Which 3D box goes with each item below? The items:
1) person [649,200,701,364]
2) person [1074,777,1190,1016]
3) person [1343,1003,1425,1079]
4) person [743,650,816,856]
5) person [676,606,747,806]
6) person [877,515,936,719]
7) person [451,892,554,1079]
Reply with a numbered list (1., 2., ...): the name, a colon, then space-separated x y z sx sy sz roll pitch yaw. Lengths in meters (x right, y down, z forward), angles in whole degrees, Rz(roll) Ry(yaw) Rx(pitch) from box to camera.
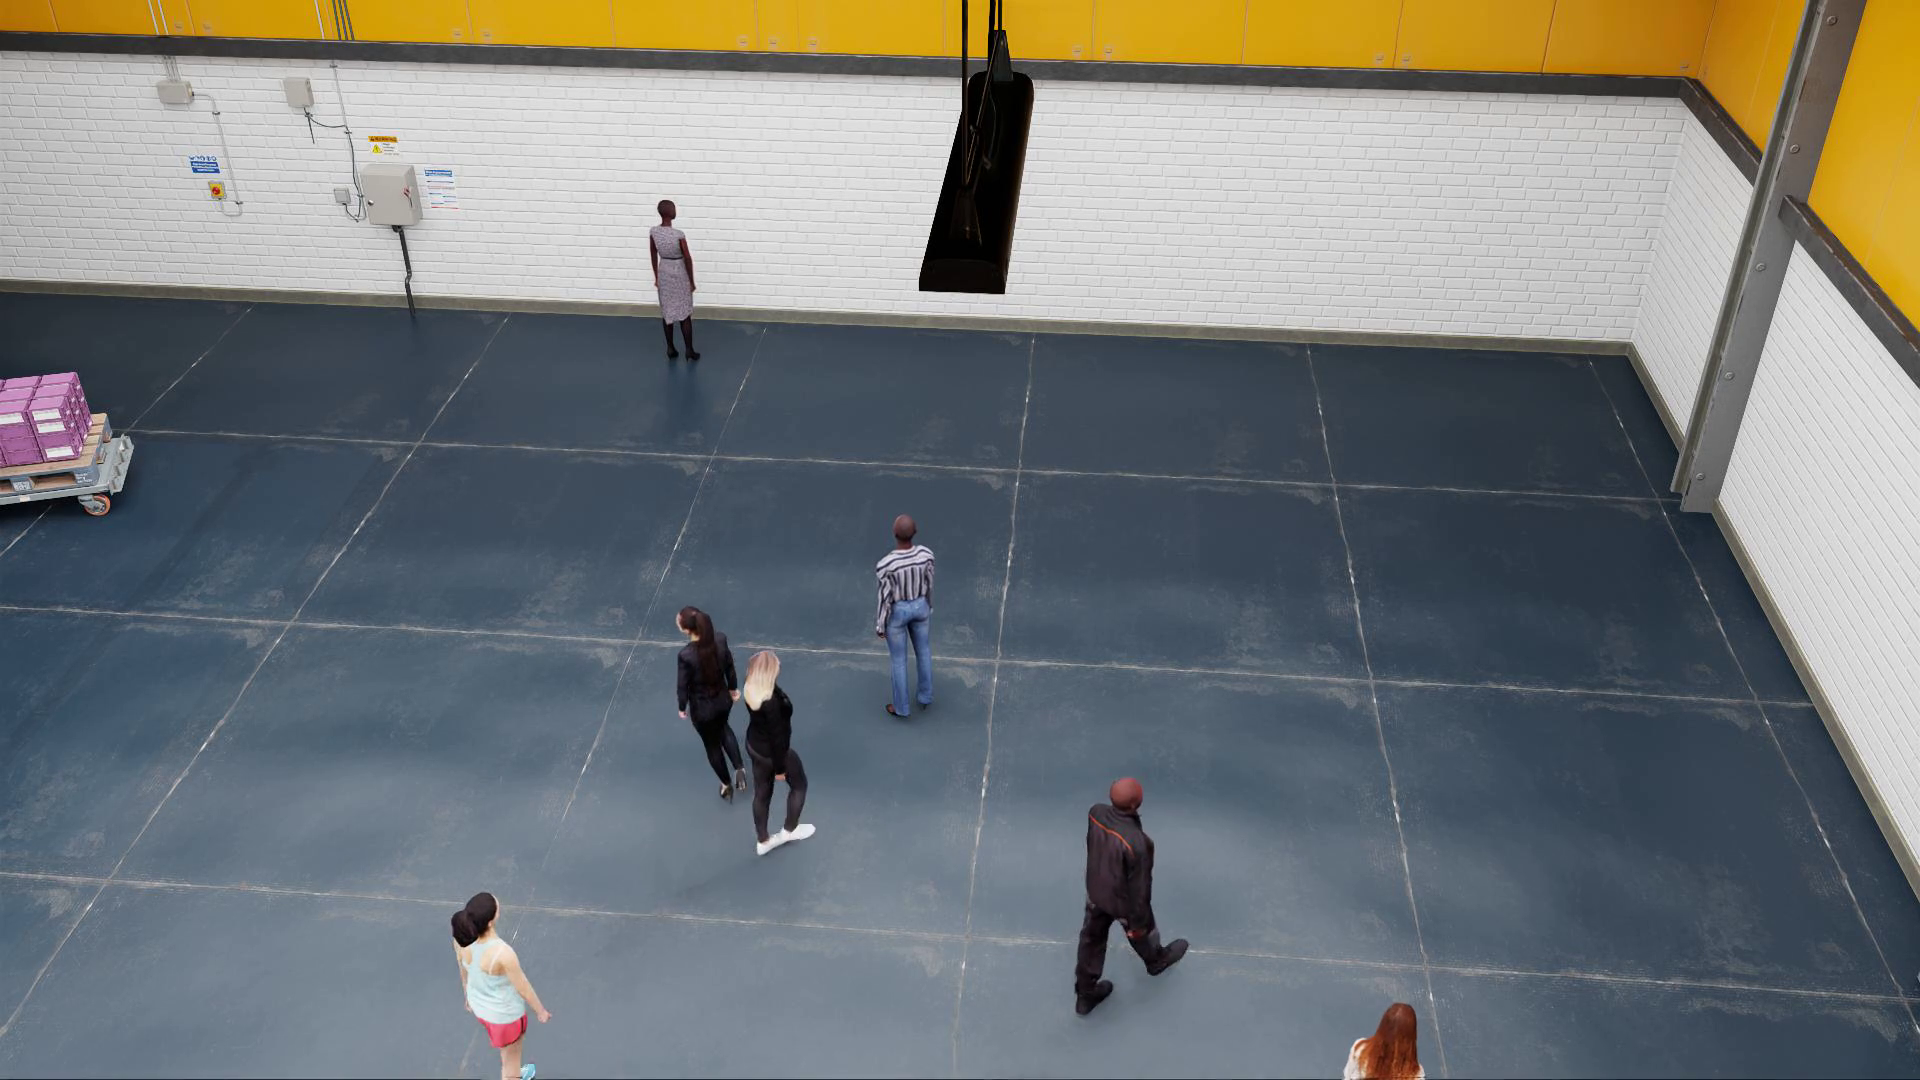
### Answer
1. person: -3.014 -2.708 17.470 0.666 1.788 0.608 11 35 16
2. person: 0.877 2.193 10.087 1.199 1.799 1.133 -26 41 -33
3. person: 2.191 3.085 8.811 0.679 1.726 0.697 21 39 28
4. person: -1.370 1.480 11.274 0.849 1.673 0.787 -24 40 -31
5. person: -1.712 1.212 11.659 0.719 1.693 0.782 -24 40 -31
6. person: -0.394 0.583 12.513 0.696 1.796 0.717 -18 38 -25
7. person: -2.645 2.691 9.376 0.737 1.757 0.776 16 37 23
